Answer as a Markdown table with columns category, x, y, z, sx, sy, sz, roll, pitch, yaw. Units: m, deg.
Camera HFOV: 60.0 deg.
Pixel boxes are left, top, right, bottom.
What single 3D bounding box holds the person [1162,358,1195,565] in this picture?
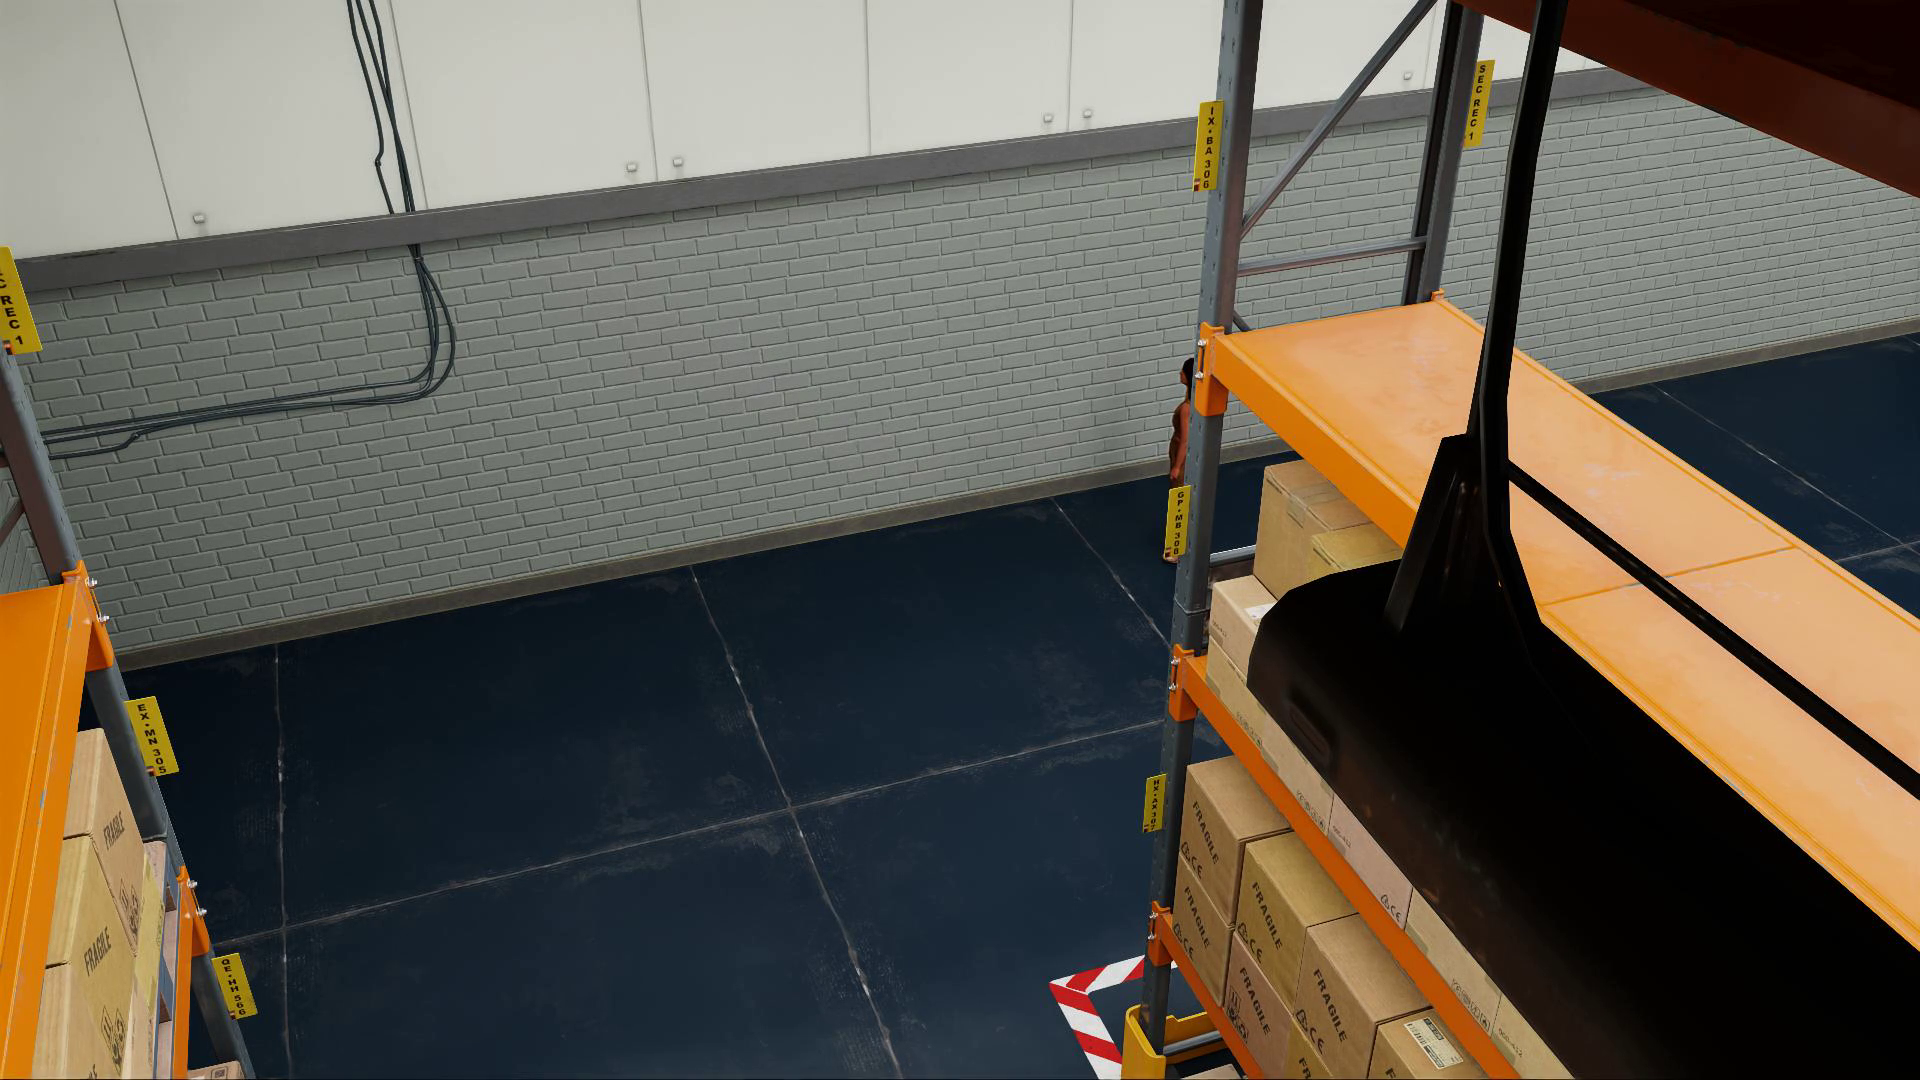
| category | x | y | z | sx | sy | sz | roll | pitch | yaw |
| --- | --- | --- | --- | --- | --- | --- | --- | --- | --- |
| person | 1.706 | -0.598 | 12.433 | 0.698 | 1.690 | 0.627 | 12 | 34 | 18 |
